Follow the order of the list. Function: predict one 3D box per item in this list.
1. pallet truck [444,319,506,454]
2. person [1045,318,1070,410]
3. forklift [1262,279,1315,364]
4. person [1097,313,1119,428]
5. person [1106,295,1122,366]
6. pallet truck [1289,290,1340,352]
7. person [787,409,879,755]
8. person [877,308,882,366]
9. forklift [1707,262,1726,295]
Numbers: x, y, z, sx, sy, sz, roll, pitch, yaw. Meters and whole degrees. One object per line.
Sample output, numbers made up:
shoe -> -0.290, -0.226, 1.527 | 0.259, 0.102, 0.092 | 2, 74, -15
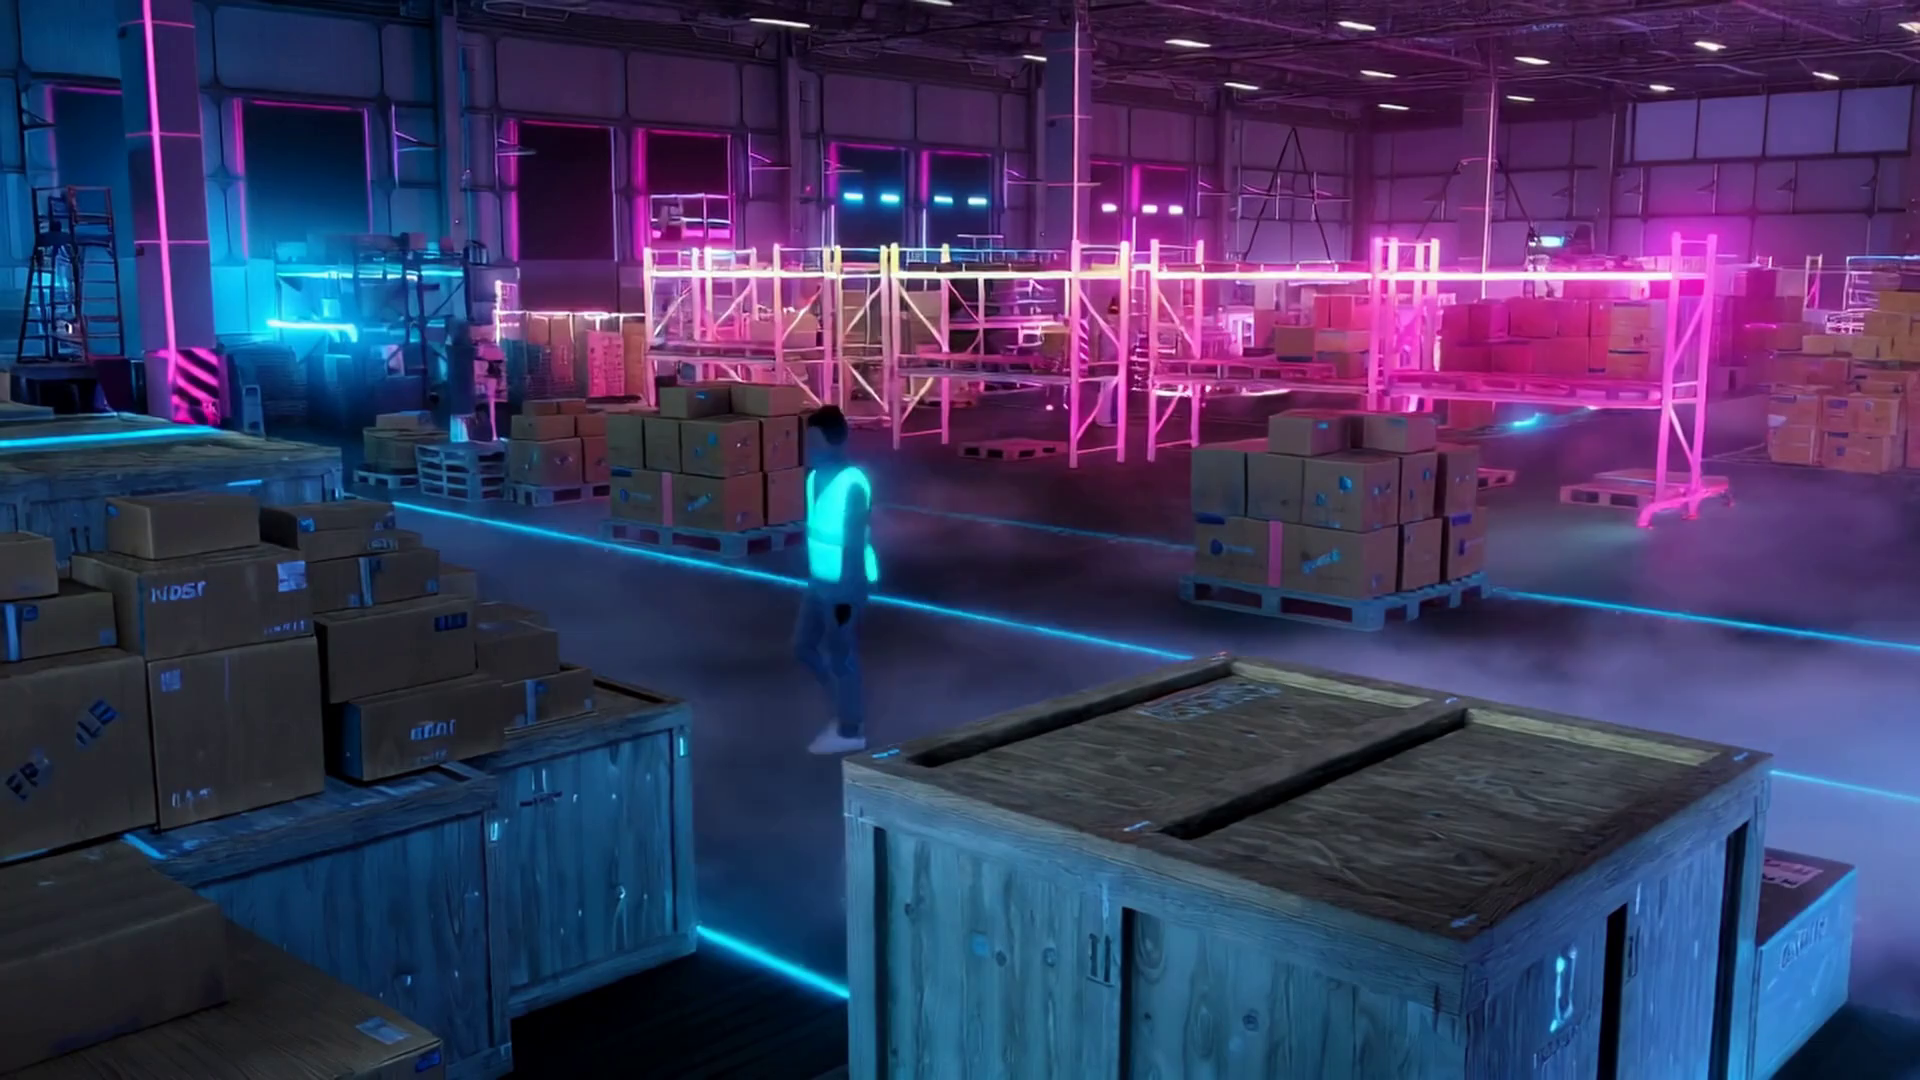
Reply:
pallet truck -> -6.981, -1.942, 22.150 | 1.885, 1.965, 0.823 | 1, 9, 9
person -> 1.848, -3.324, 31.442 | 0.484, 1.736, 0.347 | -2, 9, -12
forklift -> 8.555, -6.090, 44.881 | 1.873, 2.768, 1.129 | 9, 13, 43
person -> 2.497, -2.832, 27.855 | 0.380, 1.917, 0.586 | -1, 9, -6
person -> 4.276, -5.744, 45.654 | 0.551, 1.934, 0.374 | 0, 9, -1
pallet truck -> 11.297, -6.951, 52.861 | 1.885, 1.965, 0.823 | -5, 11, -29
person -> -0.690, 0.239, 9.052 | 0.462, 1.902, 0.623 | -5, 11, -29
person -> -2.050, -5.359, 44.233 | 0.323, 1.631, 0.523 | 0, 9, 3
forklift -> 20.227, -6.065, 44.733 | 1.873, 2.768, 1.129 | 7, 12, 37
